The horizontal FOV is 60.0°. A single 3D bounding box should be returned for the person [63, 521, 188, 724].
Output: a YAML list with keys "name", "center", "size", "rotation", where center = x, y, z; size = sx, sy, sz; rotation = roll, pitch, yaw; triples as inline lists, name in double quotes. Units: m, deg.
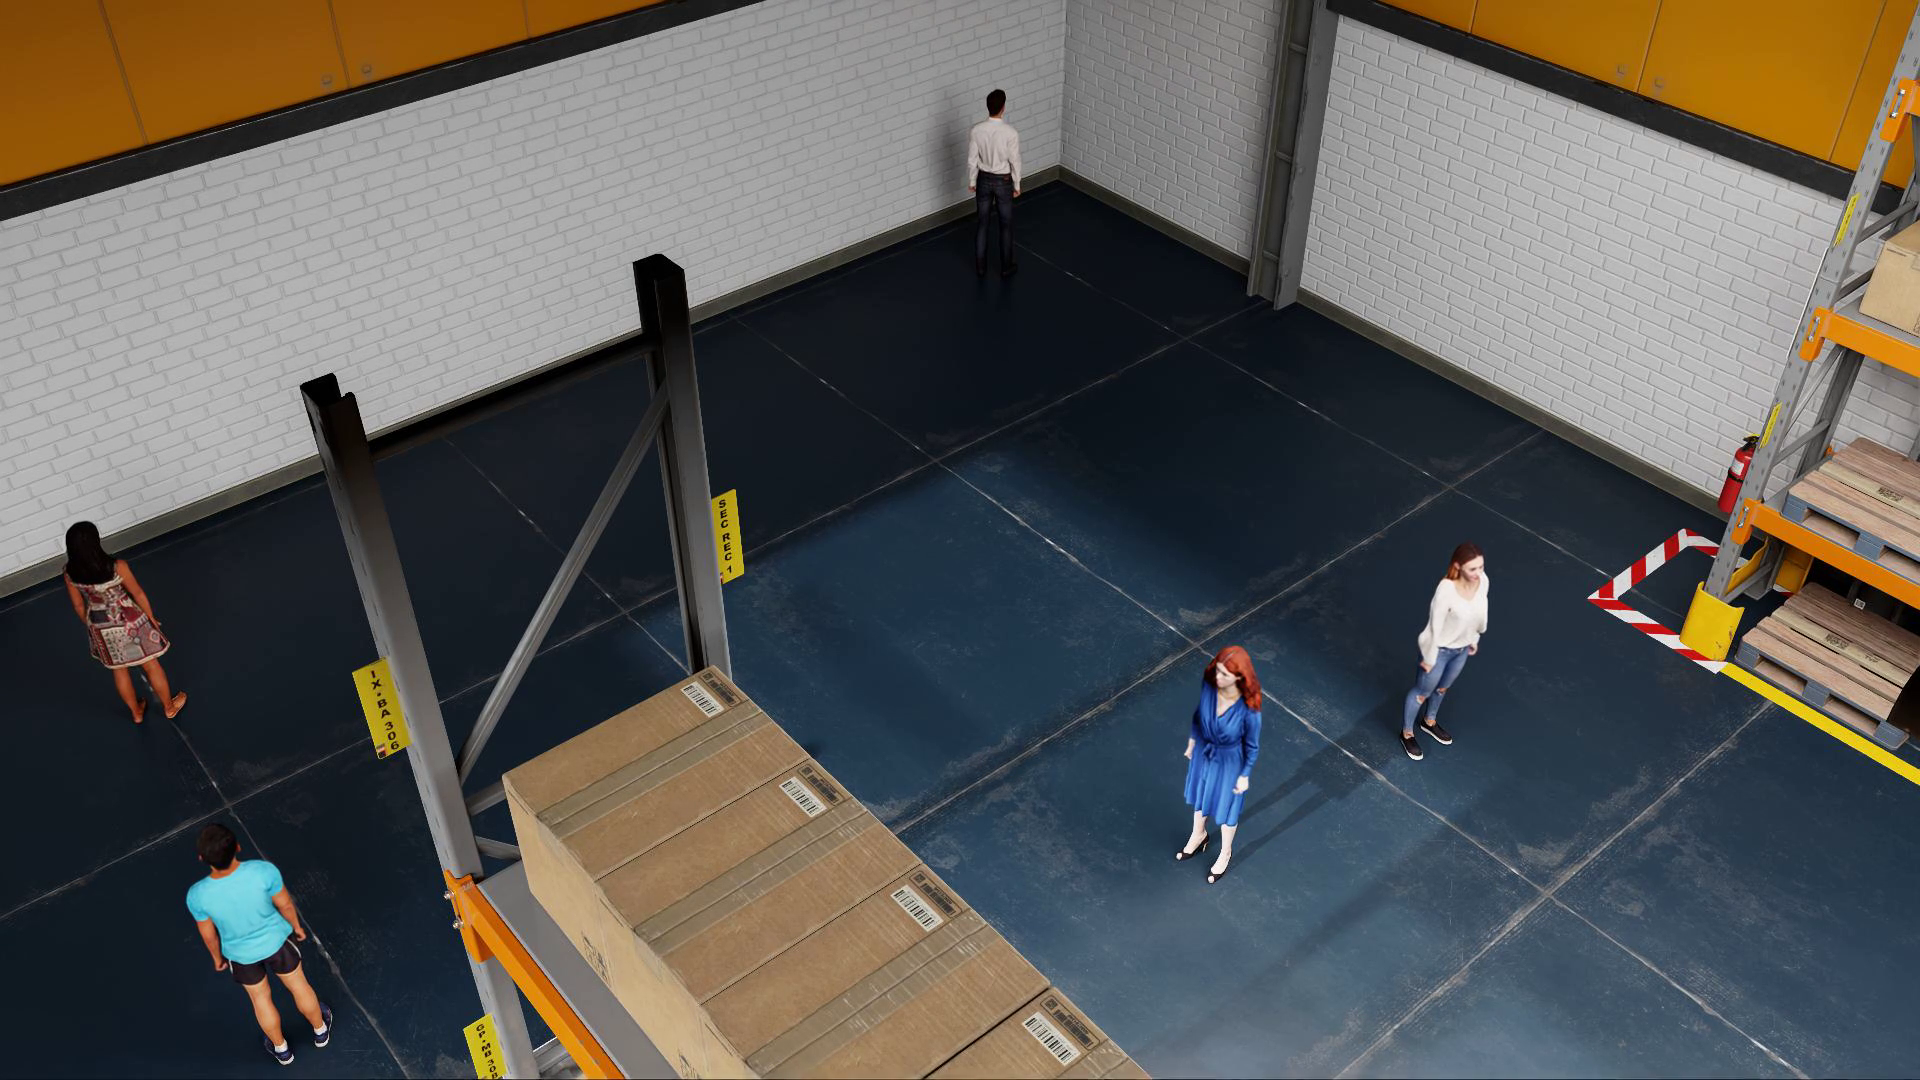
- name: "person"
  center: [-5.612, 0.551, 11.076]
  size: [0.725, 1.645, 0.711]
  rotation: [-6, 39, -8]

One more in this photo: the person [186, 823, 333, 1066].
- name: "person"
  center: [-3.772, 2.173, 8.940]
  size: [0.656, 1.774, 0.563]
  rotation: [-20, 43, -23]

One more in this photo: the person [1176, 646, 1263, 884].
- name: "person"
  center: [1.562, 1.335, 9.947]
  size: [0.670, 1.828, 0.494]
  rotation: [-29, 47, -31]

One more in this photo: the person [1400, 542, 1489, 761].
- name: "person"
  center: [3.168, 0.698, 10.854]
  size: [0.664, 1.691, 0.623]
  rotation: [-18, 42, -21]

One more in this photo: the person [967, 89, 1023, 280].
- name: "person"
  center: [0.327, -3.377, 15.813]
  size: [0.688, 1.870, 0.798]
  rotation: [9, 40, 11]
